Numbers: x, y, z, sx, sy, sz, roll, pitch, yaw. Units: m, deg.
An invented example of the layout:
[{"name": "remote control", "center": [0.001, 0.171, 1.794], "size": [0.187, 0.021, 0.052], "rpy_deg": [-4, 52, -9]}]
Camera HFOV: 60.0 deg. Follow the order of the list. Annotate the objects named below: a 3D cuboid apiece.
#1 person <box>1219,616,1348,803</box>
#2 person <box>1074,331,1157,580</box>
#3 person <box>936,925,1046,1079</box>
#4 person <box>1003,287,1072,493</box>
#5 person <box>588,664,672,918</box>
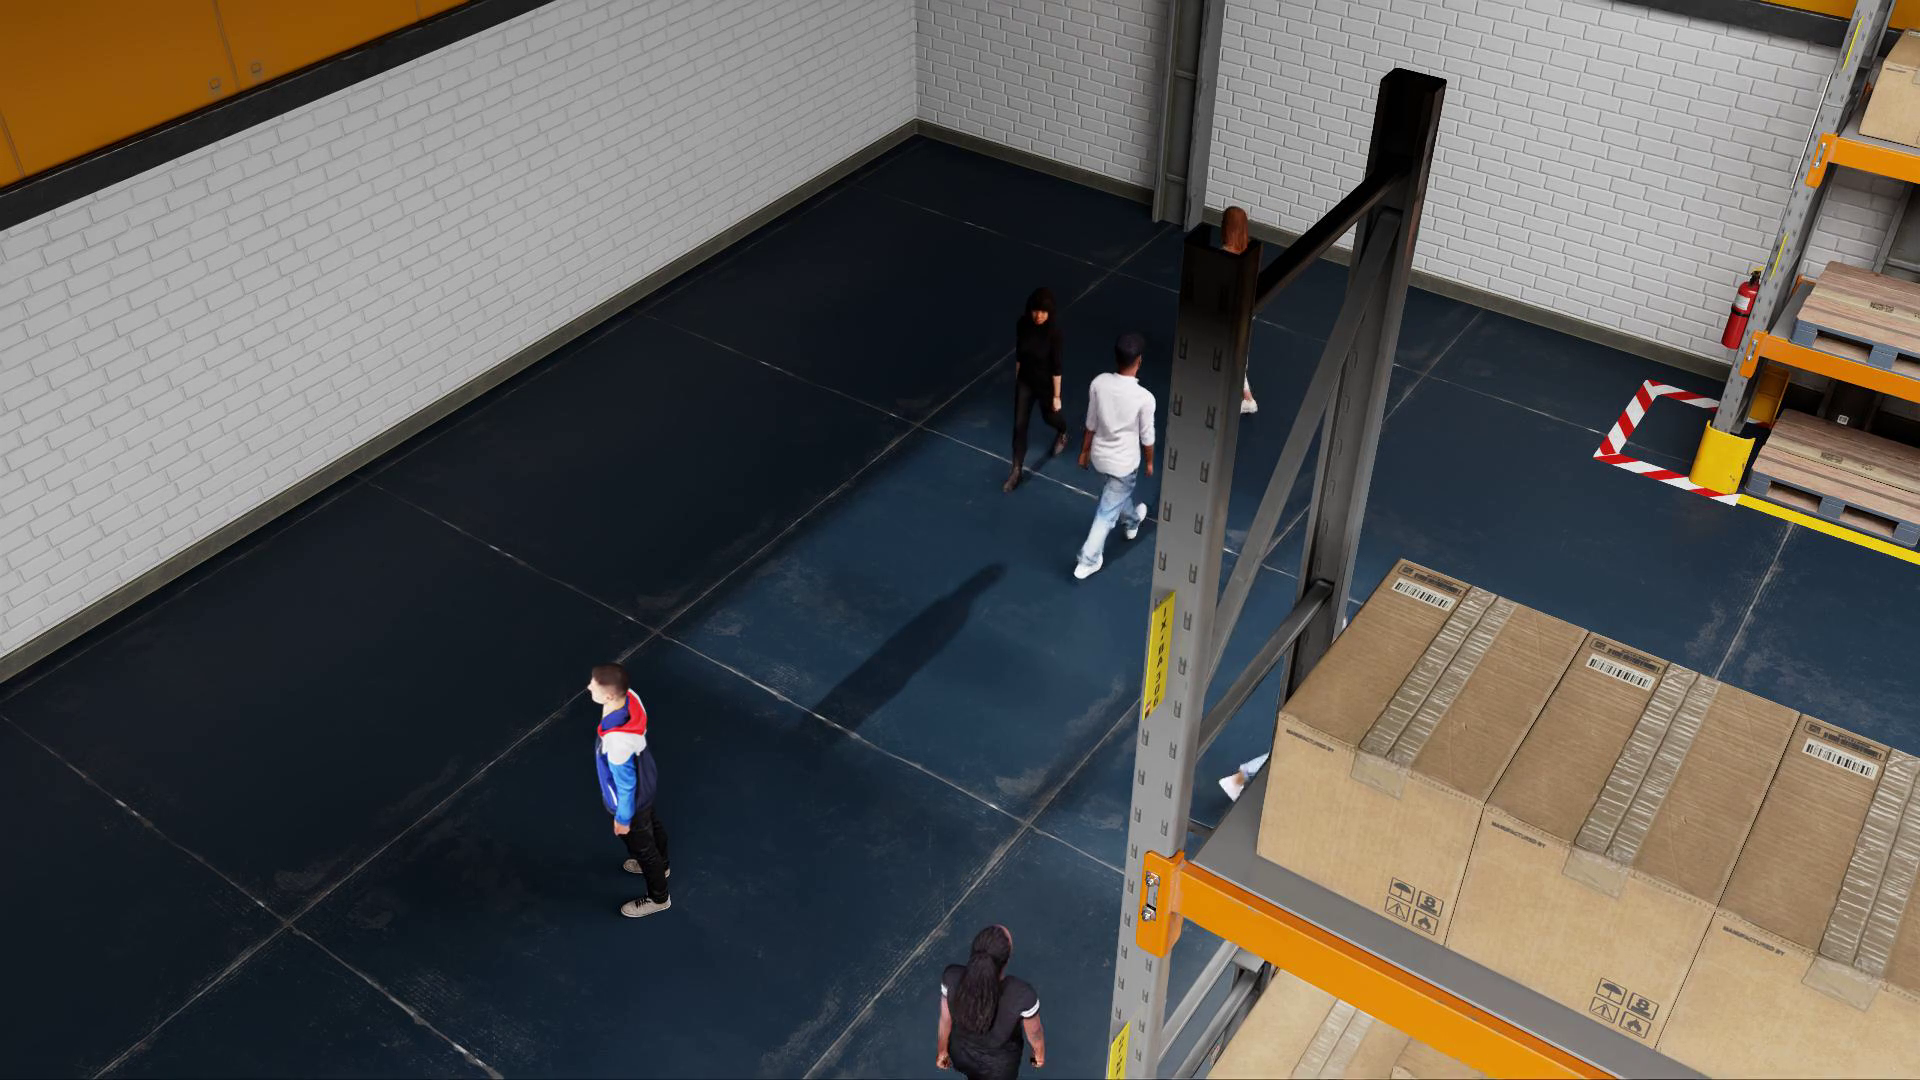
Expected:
[{"name": "person", "center": [1.874, 1.033, 9.372], "size": [1.053, 1.707, 0.904], "rpy_deg": [4, 39, 5]}, {"name": "person", "center": [1.006, -0.498, 11.259], "size": [1.088, 1.745, 0.777], "rpy_deg": [26, 45, 29]}, {"name": "person", "center": [0.093, 2.429, 7.622], "size": [0.873, 1.710, 0.820], "rpy_deg": [13, 41, 16]}, {"name": "person", "center": [0.628, -1.171, 12.216], "size": [1.016, 1.603, 0.681], "rpy_deg": [20, 43, 24]}, {"name": "person", "center": [-1.772, 1.329, 8.963], "size": [0.744, 1.756, 0.714], "rpy_deg": [-2, 39, -2]}]
